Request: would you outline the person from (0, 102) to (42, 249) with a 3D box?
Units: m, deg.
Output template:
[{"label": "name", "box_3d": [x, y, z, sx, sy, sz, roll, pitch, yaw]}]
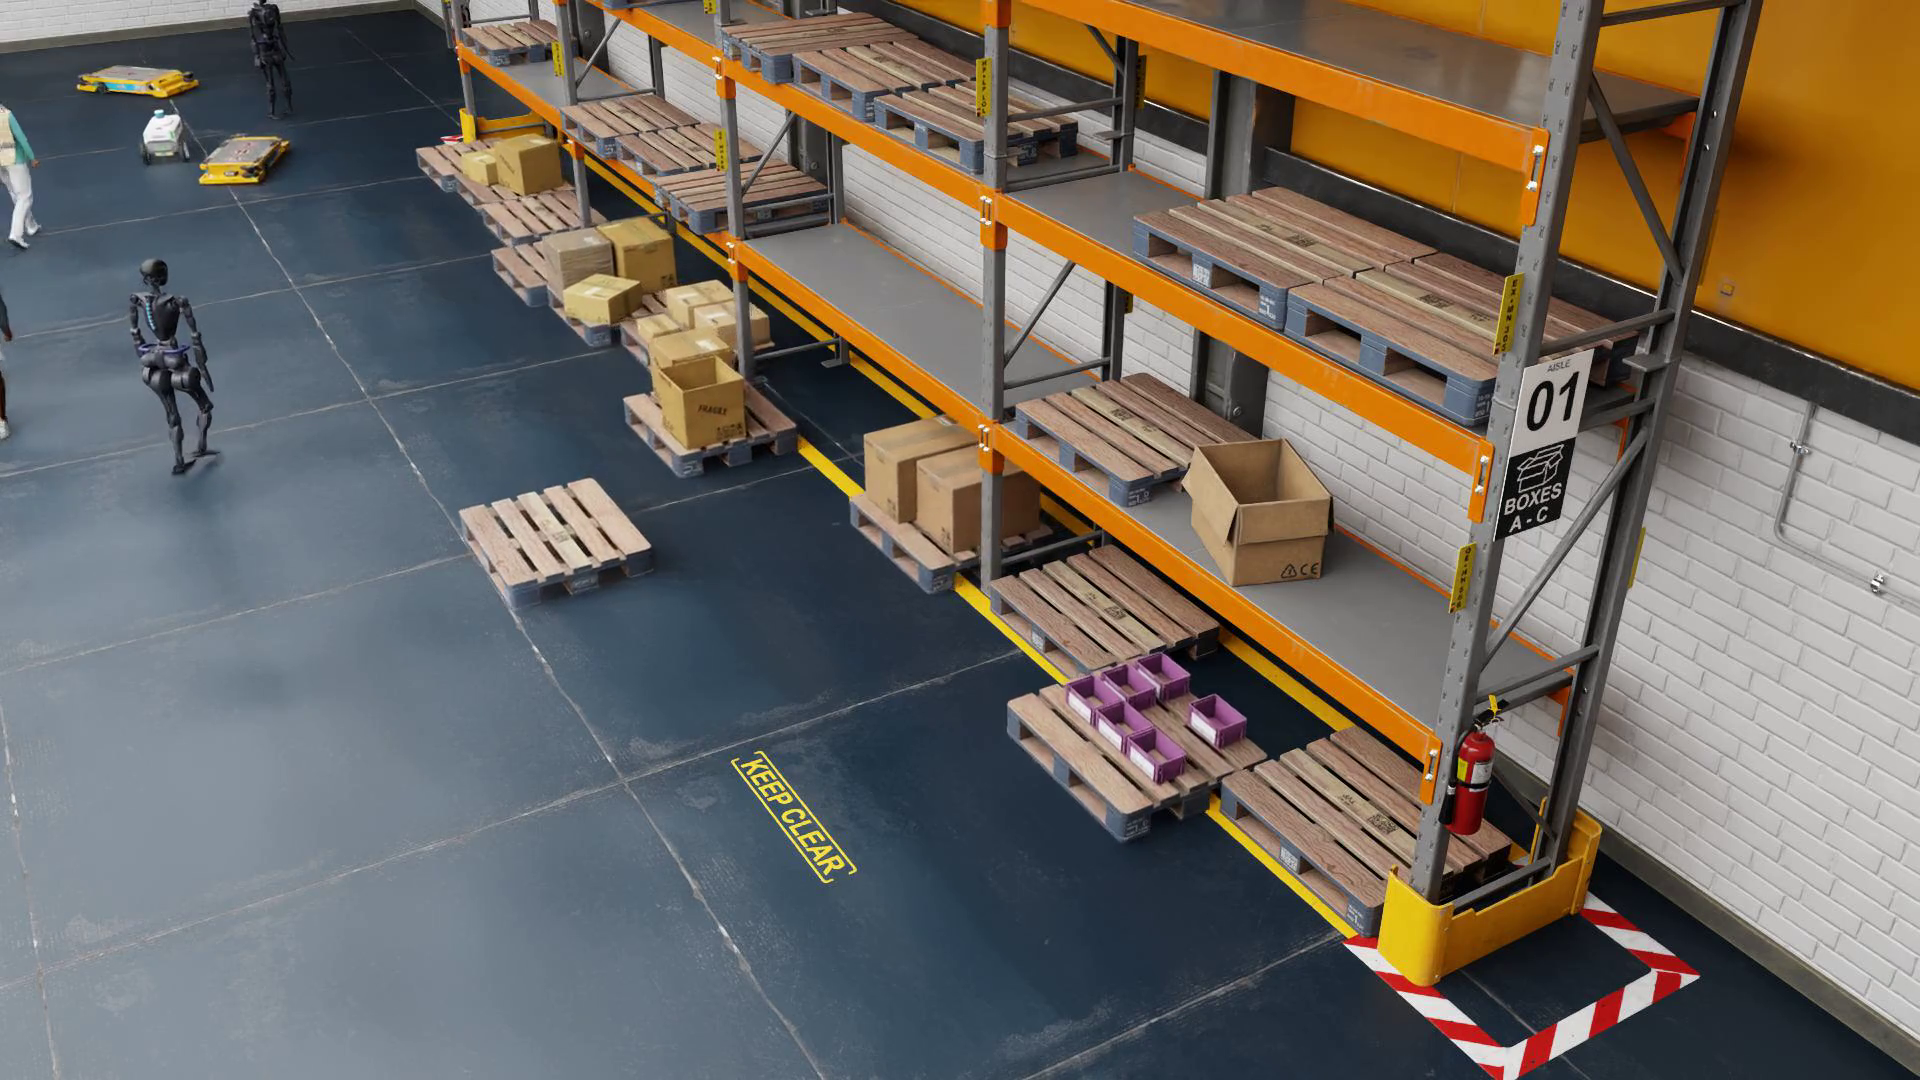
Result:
[{"label": "person", "box_3d": [-9.729, -3.835, 16.972, 0.466, 1.670, 0.804, 2, 30, 3]}]

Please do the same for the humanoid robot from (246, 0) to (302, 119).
[{"label": "humanoid robot", "box_3d": [-8.779, -6.222, 21.178, 0.313, 1.650, 0.609, 13, 32, 21]}]

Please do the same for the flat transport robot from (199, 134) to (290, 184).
[{"label": "flat transport robot", "box_3d": [-8.398, -4.477, 19.535, 0.659, 0.231, 1.431, -3, 30, -5]}]

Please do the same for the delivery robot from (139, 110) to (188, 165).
[{"label": "delivery robot", "box_3d": [-9.489, -4.798, 19.831, 0.499, 0.613, 0.807, -8, 30, -13]}]

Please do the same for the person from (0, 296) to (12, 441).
[{"label": "person", "box_3d": [-7.753, -1.723, 13.001, 0.591, 1.920, 0.501, -9, 31, -15]}]

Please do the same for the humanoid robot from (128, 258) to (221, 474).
[{"label": "humanoid robot", "box_3d": [-5.945, -1.303, 12.510, 0.584, 1.645, 0.383, 4, 30, 7]}]

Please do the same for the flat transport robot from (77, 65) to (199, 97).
[{"label": "flat transport robot", "box_3d": [-11.212, -6.243, 22.654, 1.431, 0.231, 0.659, 8, 30, 13]}]
